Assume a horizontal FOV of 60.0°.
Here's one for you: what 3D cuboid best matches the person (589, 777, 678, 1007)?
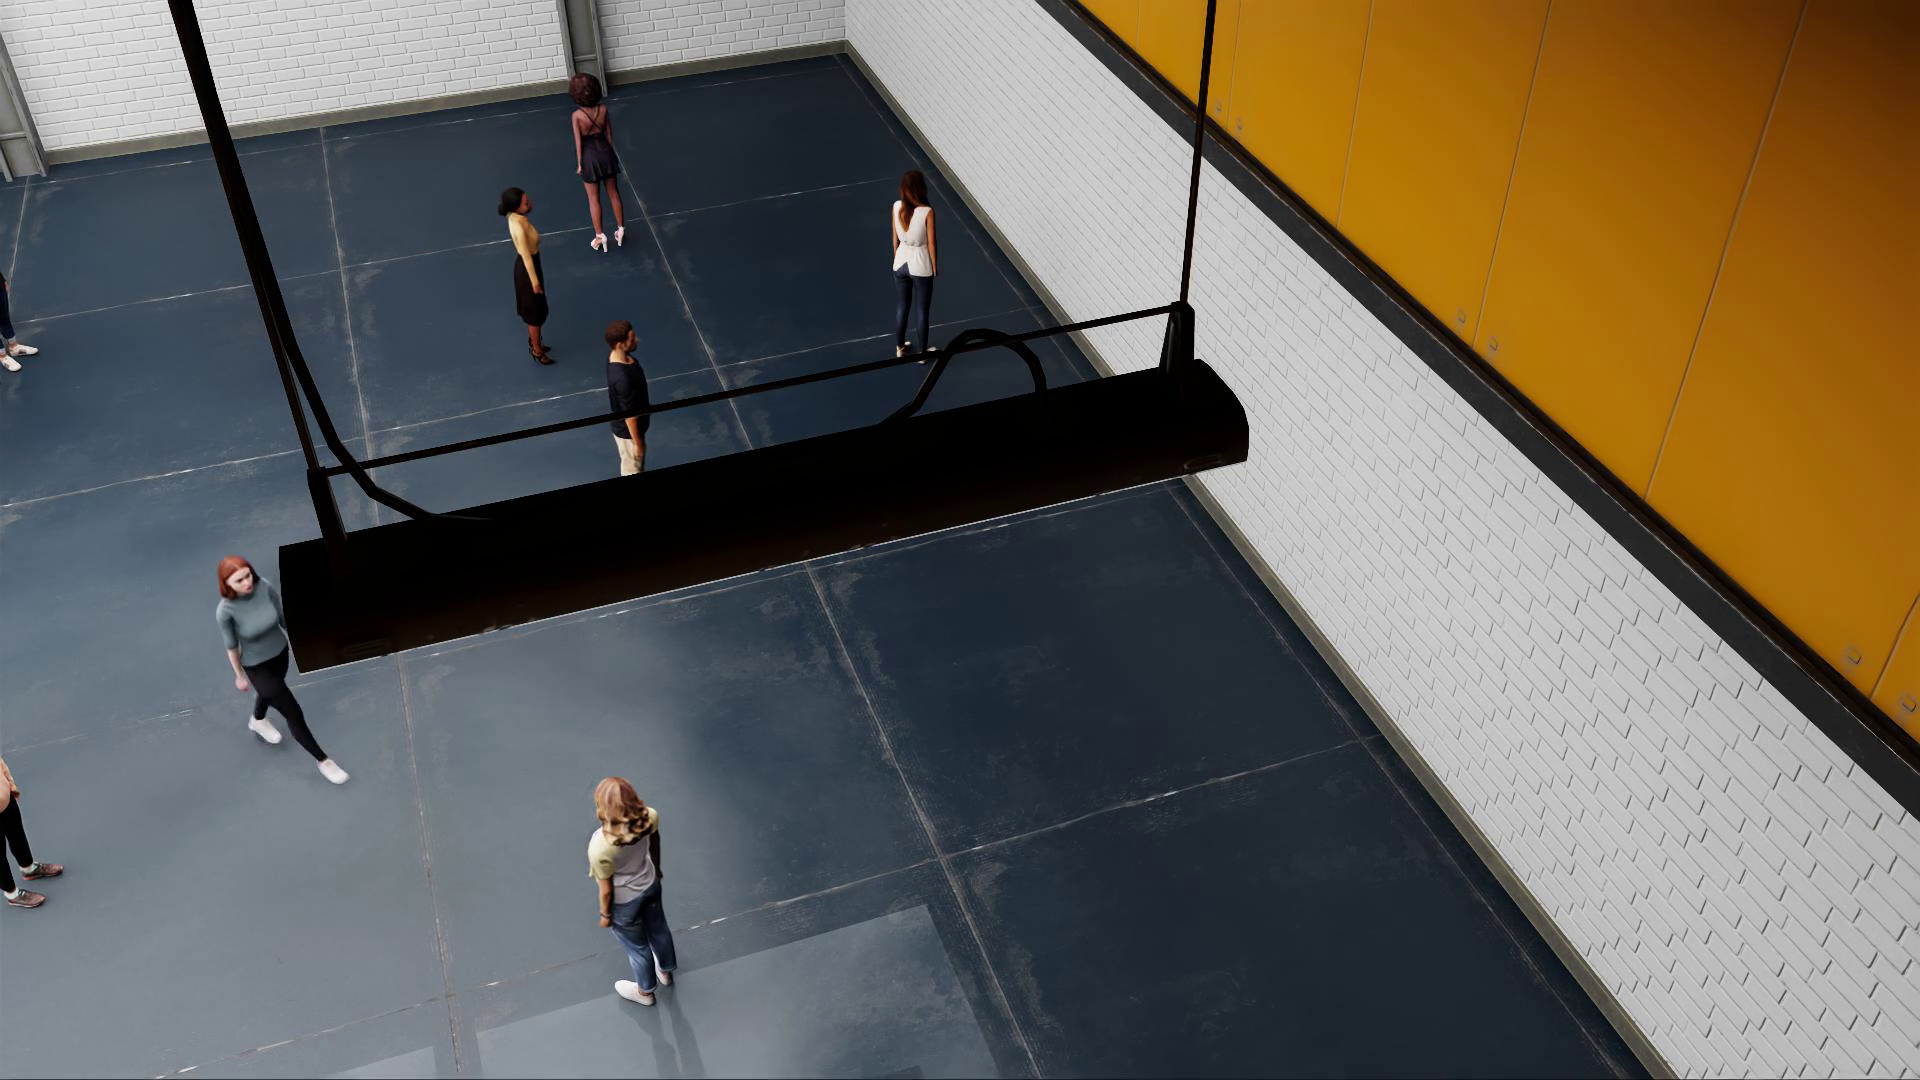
[{"bbox_3d":[-1.783,1.918,9.073,0.773,1.723,0.684,22,44,25],"label":"person"}]

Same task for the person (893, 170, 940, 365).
[{"bbox_3d":[-0.408,-2.348,14.368,0.657,1.782,0.709,18,42,21],"label":"person"}]

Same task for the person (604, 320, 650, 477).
[{"bbox_3d":[-2.481,-0.839,12.423,0.533,1.851,0.634,-11,40,-14],"label":"person"}]

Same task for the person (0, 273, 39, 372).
[{"bbox_3d":[-8.439,-2.193,14.412,0.640,1.483,0.639,3,39,4],"label":"person"}]

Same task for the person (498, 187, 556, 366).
[{"bbox_3d":[-3.731,-2.295,14.405,0.511,1.653,0.567,-14,41,-16],"label":"person"}]

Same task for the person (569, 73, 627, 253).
[{"bbox_3d":[-3.475,-3.618,15.952,0.564,1.790,0.674,-26,45,-29],"label":"person"}]

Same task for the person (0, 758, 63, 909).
[{"bbox_3d":[-5.677,1.552,9.725,0.613,1.481,0.625,2,39,2],"label":"person"}]

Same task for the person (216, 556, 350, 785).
[{"bbox_3d":[-4.428,0.763,10.537,1.116,1.700,1.132,21,43,24],"label":"person"}]
